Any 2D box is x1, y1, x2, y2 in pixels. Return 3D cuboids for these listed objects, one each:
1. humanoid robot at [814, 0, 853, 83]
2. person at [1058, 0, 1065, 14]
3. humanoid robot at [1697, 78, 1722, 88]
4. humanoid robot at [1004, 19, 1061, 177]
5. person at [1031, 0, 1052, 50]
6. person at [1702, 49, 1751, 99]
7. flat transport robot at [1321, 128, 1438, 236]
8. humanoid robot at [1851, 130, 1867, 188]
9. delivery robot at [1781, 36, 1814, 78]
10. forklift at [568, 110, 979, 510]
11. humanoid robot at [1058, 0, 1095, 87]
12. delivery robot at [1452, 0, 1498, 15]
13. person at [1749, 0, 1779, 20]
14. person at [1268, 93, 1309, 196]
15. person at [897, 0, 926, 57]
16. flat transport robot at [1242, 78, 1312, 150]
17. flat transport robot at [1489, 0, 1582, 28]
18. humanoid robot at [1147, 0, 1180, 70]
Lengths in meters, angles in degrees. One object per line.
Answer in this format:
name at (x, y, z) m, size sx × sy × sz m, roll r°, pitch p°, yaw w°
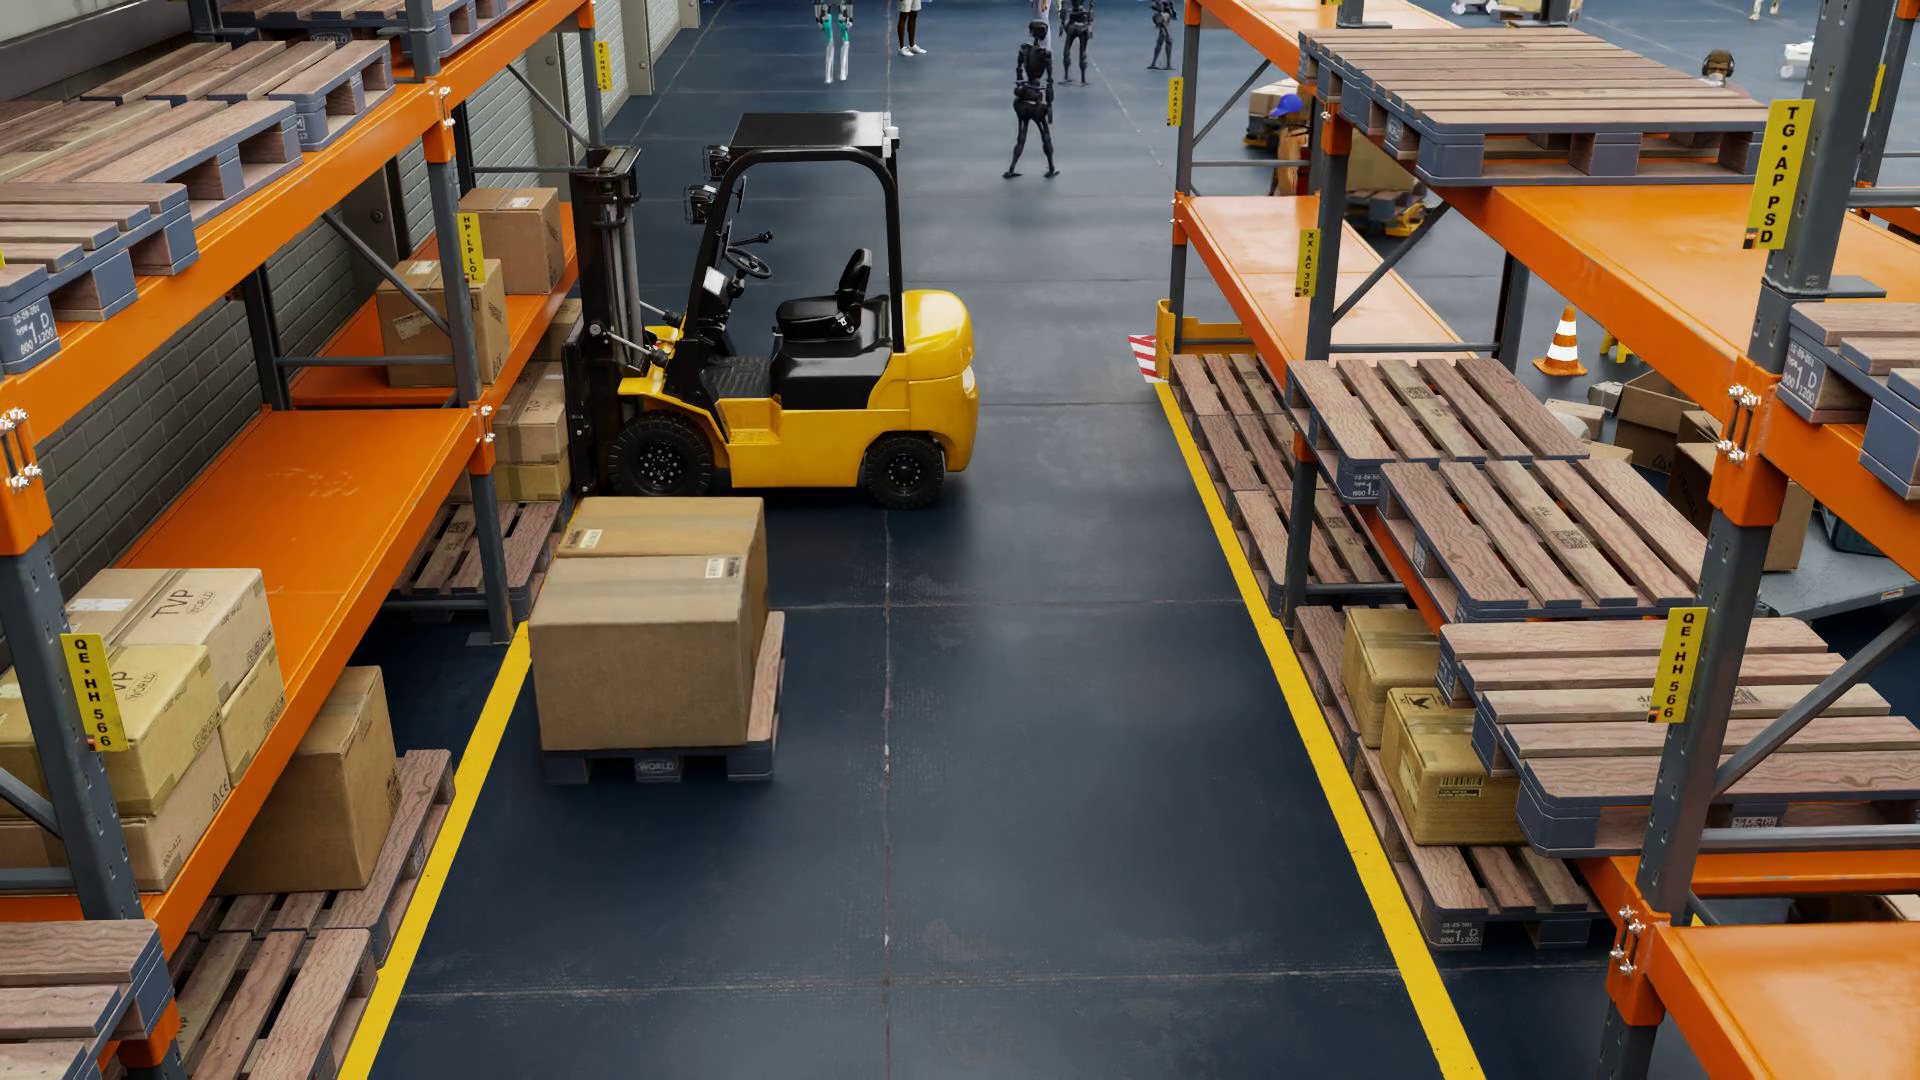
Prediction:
humanoid robot at (-1.694, -7.160, 22.696) m, size 0.530 × 1.752 × 0.693 m, roll 2°, pitch 25°, yaw 4°
person at (1.619, -9.988, 28.714) m, size 0.560 × 1.752 × 0.328 m, roll 0°, pitch 25°, yaw 1°
humanoid robot at (6.197, -2.858, 13.663) m, size 0.877 × 1.781 × 0.549 m, roll 18°, pitch 31°, yaw 33°
humanoid robot at (0.779, -4.661, 17.564) m, size 0.613 × 1.633 × 0.605 m, roll -19°, pitch 31°, yaw -35°
person at (1.185, -7.827, 24.049) m, size 0.393 × 1.837 × 0.557 m, roll -7°, pitch 26°, yaw -14°
person at (6.269, -3.177, 14.098) m, size 0.622 × 1.931 × 0.374 m, roll 11°, pitch 28°, yaw 23°
flat transport robot at (3.792, -3.147, 15.967) m, size 1.431 × 0.231 × 0.659 m, roll 15°, pitch 29°, yaw 28°
humanoid robot at (6.384, -2.479, 12.887) m, size 0.949 × 1.799 × 0.557 m, roll -3°, pitch 25°, yaw -7°
delivery robot at (11.885, -6.692, 23.161) m, size 0.816 × 0.613 × 0.499 m, roll 11°, pitch 28°, yaw 22°
forklift at (-1.043, -1.379, 9.976) m, size 2.313 × 2.155 × 1.214 m, roll -1°, pitch 25°, yaw -2°
humanoid robot at (1.593, -6.968, 22.412) m, size 0.595 × 1.655 × 0.321 m, roll 22°, pitch 33°, yaw 39°
delivery robot at (9.009, -9.443, 28.984) m, size 0.813 × 0.610 × 0.499 m, roll 0°, pitch 25°, yaw -1°
person at (13.789, -9.793, 28.178) m, size 0.524 × 1.863 × 0.751 m, roll 20°, pitch 32°, yaw 36°
person at (2.664, -2.751, 13.449) m, size 0.464 × 1.695 × 0.466 m, roll -7°, pitch 26°, yaw -14°
person at (-0.750, -8.197, 24.764) m, size 0.381 × 1.901 × 0.553 m, roll 17°, pitch 30°, yaw 32°
flat transport robot at (4.024, -4.589, 19.022) m, size 1.431 × 0.231 × 0.659 m, roll 16°, pitch 30°, yaw 31°
flat transport robot at (9.245, -8.265, 26.805) m, size 0.659 × 0.231 × 1.431 m, roll 14°, pitch 29°, yaw 28°
humanoid robot at (2.936, -7.474, 23.495) m, size 0.556 × 1.644 × 0.611 m, roll 12°, pitch 28°, yaw 24°
